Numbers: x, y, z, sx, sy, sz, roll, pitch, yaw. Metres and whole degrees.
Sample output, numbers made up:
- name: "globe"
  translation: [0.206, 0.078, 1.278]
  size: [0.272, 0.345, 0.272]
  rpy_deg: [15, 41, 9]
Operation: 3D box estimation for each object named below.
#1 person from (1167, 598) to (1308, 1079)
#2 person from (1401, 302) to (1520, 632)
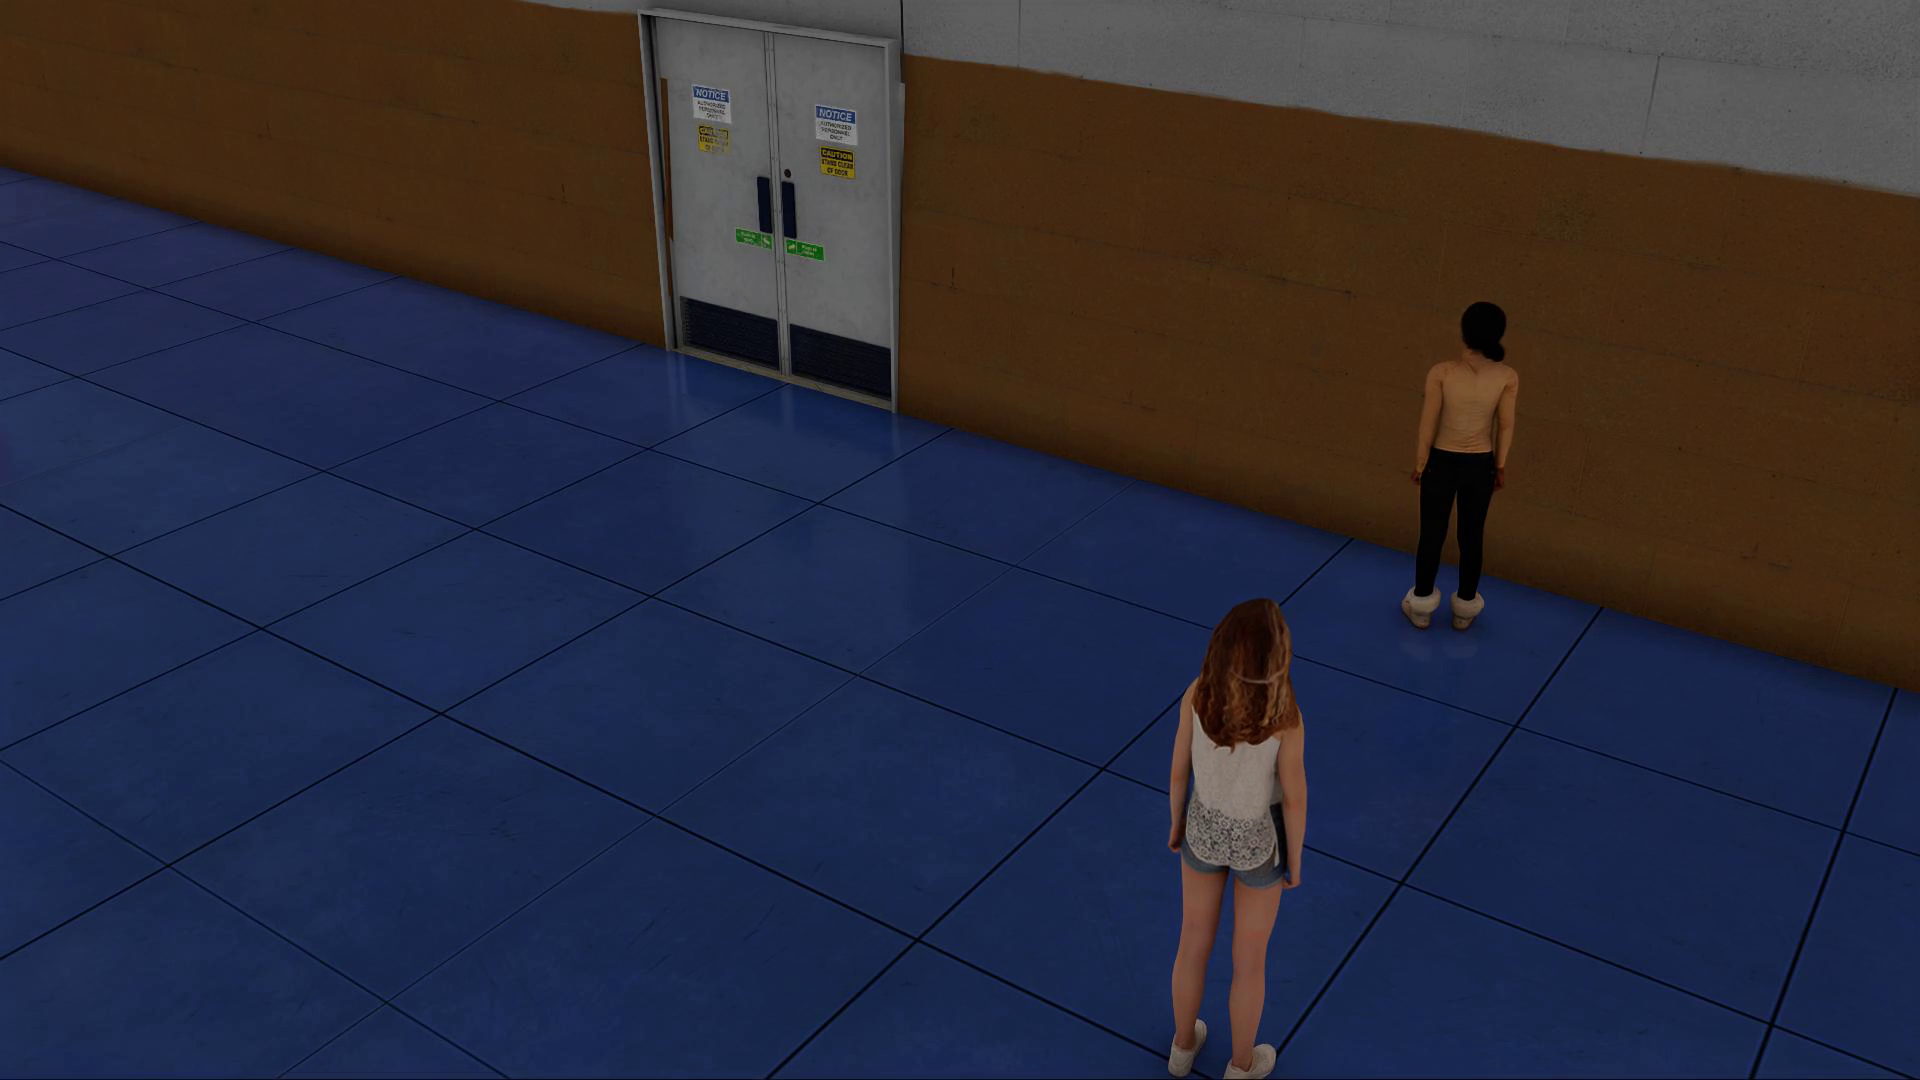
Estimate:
- name: "person"
  translation: [0.839, 0.968, 5.154]
  size: [0.598, 1.759, 0.528]
  rpy_deg: [15, 30, 27]
- name: "person"
  translation: [2.363, -0.343, 7.853]
  size: [0.672, 1.656, 0.685]
  rpy_deg: [4, 27, 8]
